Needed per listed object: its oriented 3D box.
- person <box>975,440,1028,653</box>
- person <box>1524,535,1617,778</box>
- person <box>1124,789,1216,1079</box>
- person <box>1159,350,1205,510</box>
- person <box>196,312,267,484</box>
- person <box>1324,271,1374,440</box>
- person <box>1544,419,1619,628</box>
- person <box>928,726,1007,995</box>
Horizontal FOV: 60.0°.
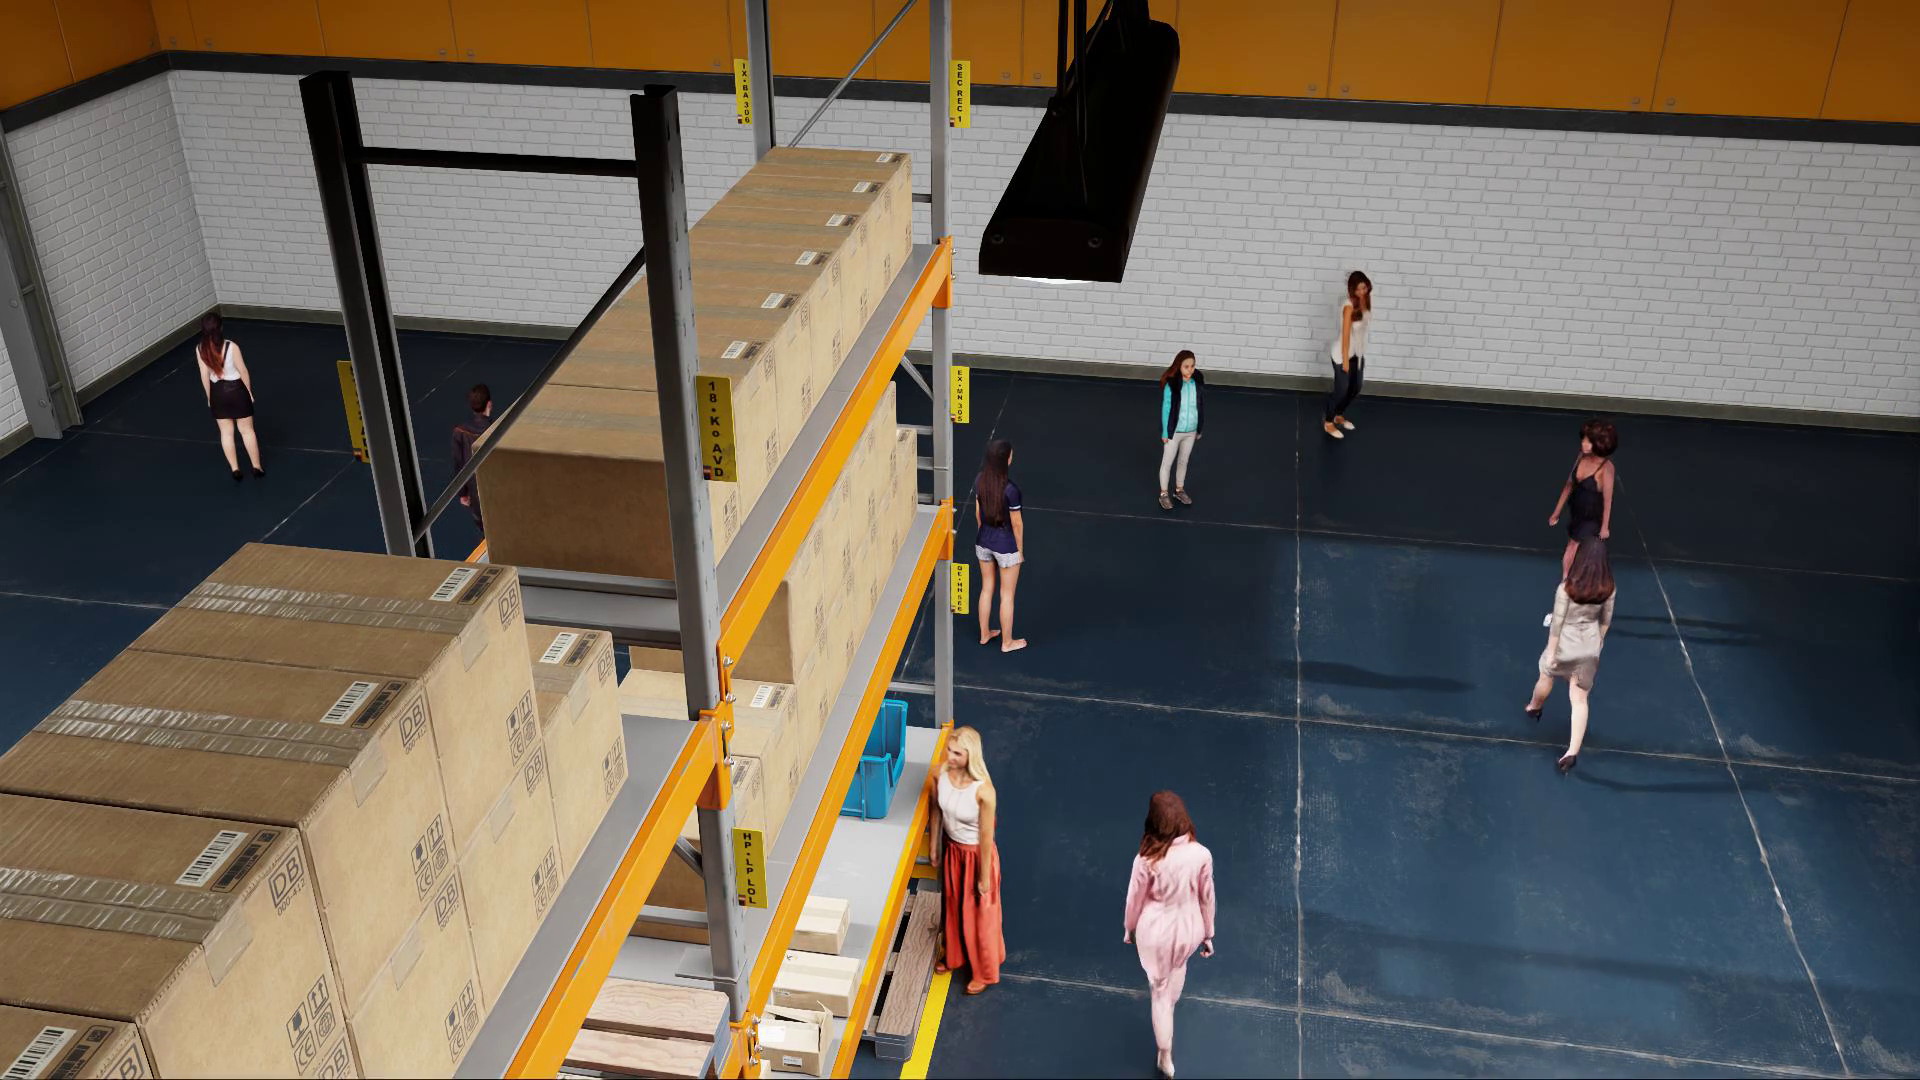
[{"bbox_3d":[0.294,0.046,12.744,0.655,1.767,0.673,22,36,35],"label":"person"},{"bbox_3d":[4.234,0.828,11.389,0.764,1.692,1.138,-1,29,-2],"label":"person"},{"bbox_3d":[1.125,2.175,8.833,0.767,1.775,0.926,-3,29,-5],"label":"person"},{"bbox_3d":[1.980,-1.017,14.971,0.681,1.500,0.723,-12,31,-21],"label":"person"},{"bbox_3d":[-6.754,-1.316,15.365,0.627,1.647,0.629,-7,29,-12],"label":"person"},{"bbox_3d":[3.738,-1.809,16.165,0.821,1.747,0.739,17,33,28],"label":"person"},{"bbox_3d":[5.006,-0.155,13.111,0.771,1.768,0.774,-7,29,-12],"label":"person"},{"bbox_3d":[0.048,1.805,9.485,0.724,1.800,0.756,23,36,36],"label":"person"}]
